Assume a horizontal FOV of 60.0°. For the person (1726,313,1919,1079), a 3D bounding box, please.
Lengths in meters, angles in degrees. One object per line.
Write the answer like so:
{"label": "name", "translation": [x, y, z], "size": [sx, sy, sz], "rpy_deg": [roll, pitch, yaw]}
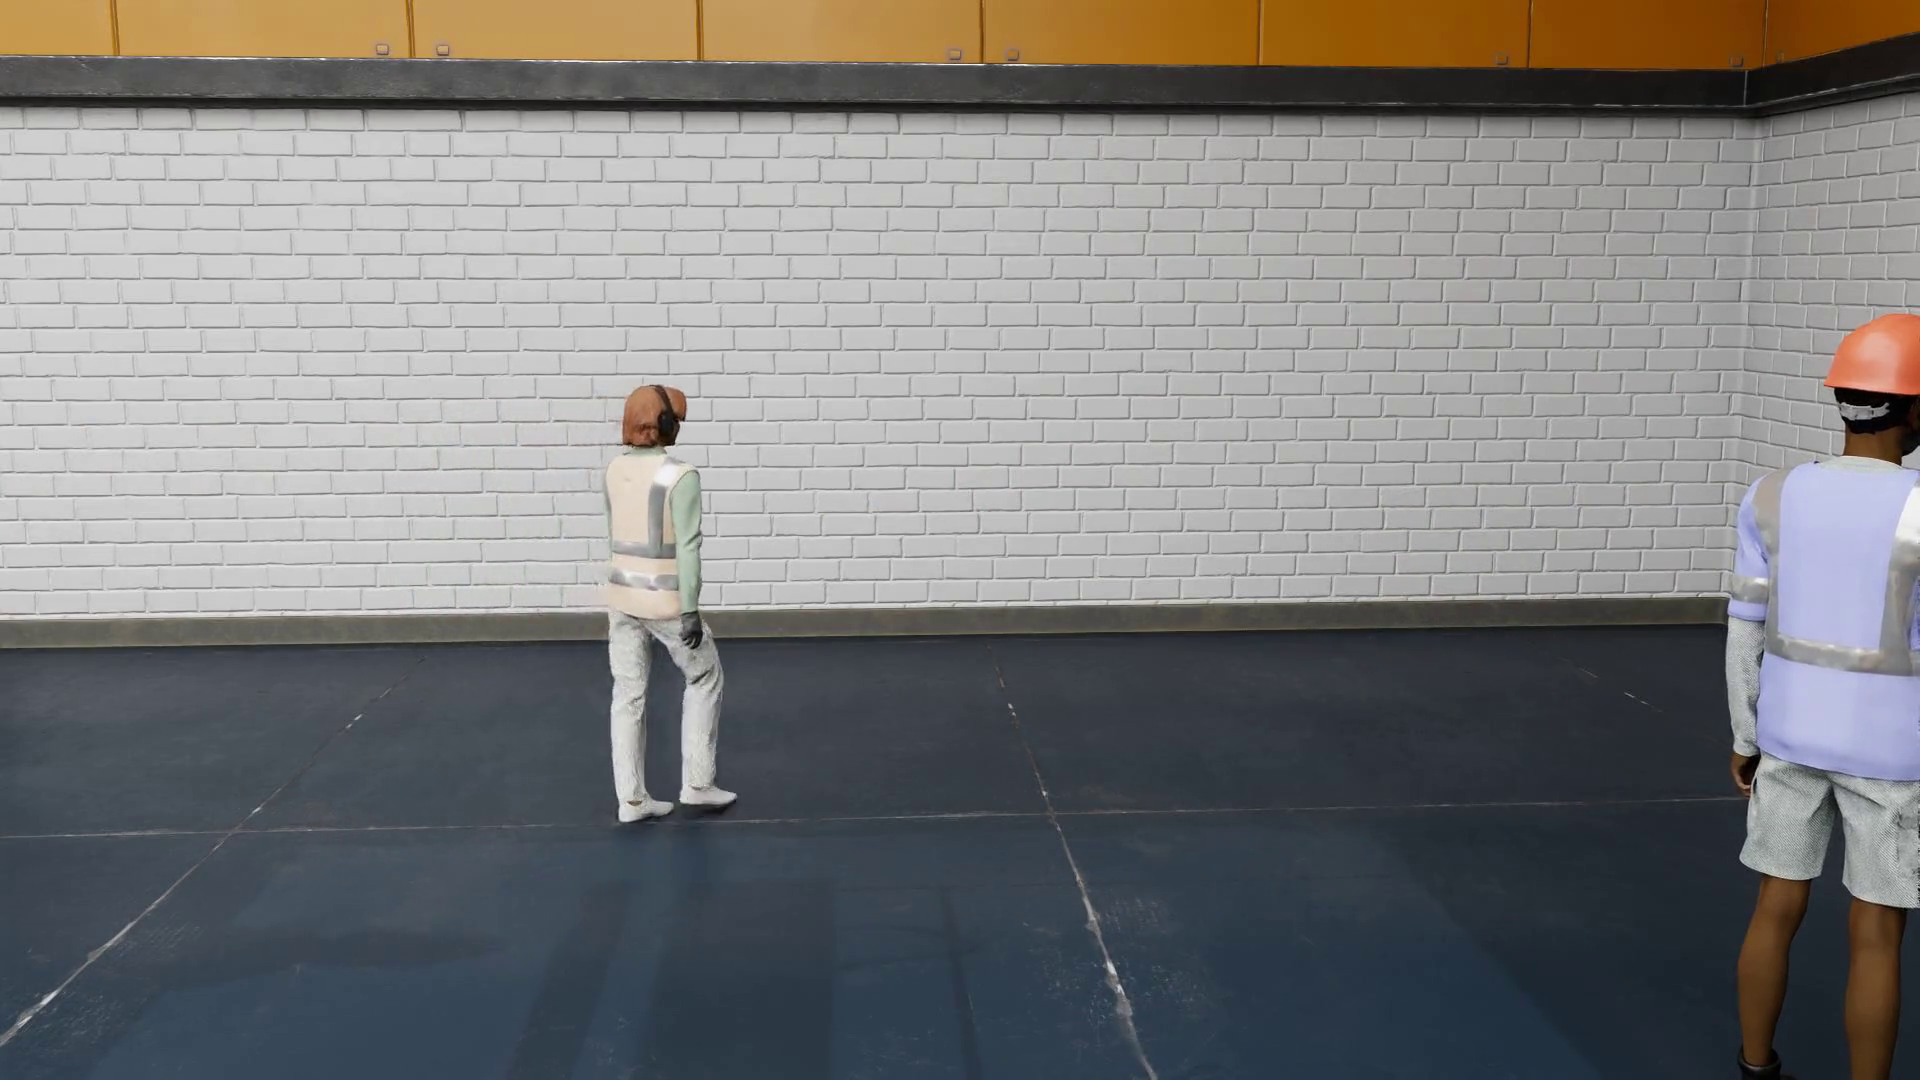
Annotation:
{"label": "person", "translation": [2.033, 0.460, 3.791], "size": [0.377, 1.936, 0.549], "rpy_deg": [-7, 11, -36]}

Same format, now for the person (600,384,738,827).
{"label": "person", "translation": [-1.070, 0.234, 6.172], "size": [0.546, 1.615, 0.588], "rpy_deg": [7, 11, 37]}
